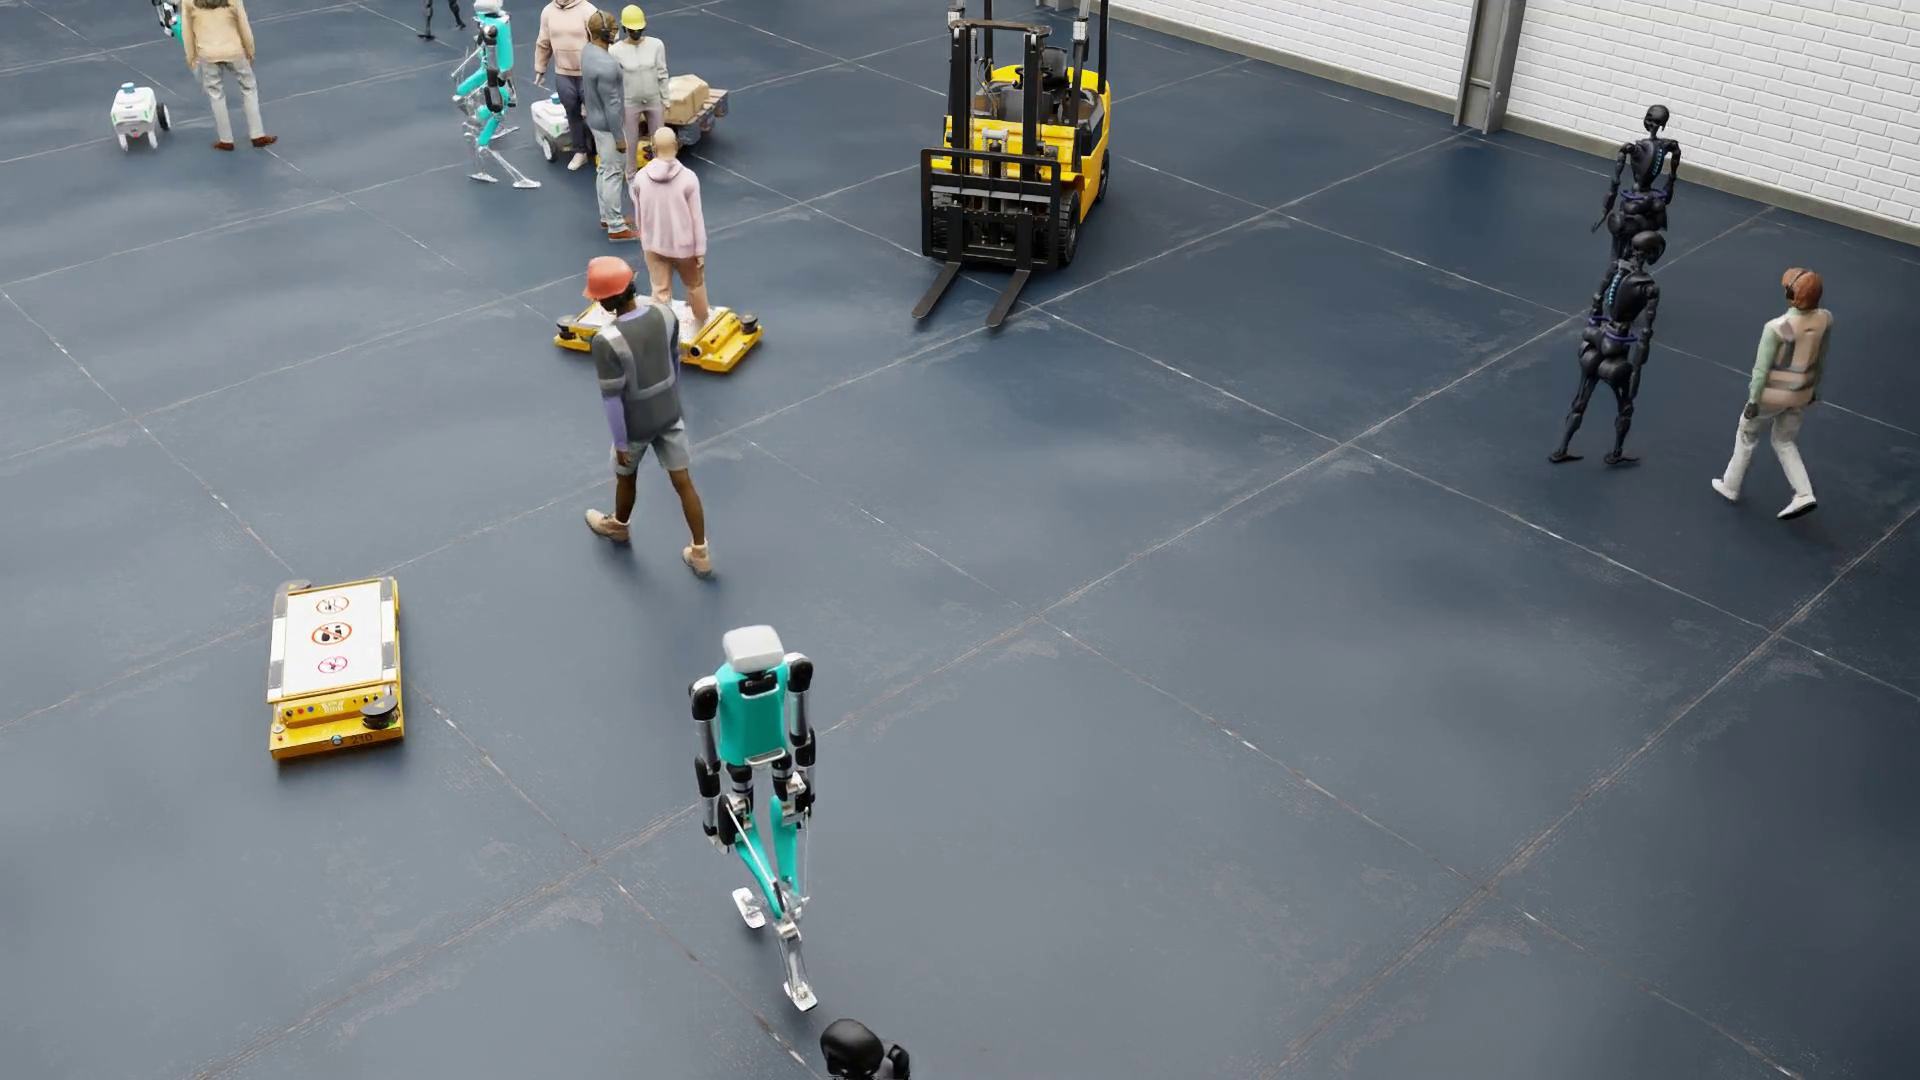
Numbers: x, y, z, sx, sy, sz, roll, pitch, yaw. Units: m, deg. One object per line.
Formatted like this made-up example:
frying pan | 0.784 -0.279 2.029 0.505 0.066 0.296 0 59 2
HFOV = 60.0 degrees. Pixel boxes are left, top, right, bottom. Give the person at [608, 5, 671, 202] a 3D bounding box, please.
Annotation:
person | -2.822 -3.866 14.756 0.521 1.759 0.359 -16 36 -23

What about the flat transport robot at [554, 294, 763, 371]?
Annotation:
flat transport robot | -2.287 -1.587 12.613 1.431 0.231 0.659 10 34 15

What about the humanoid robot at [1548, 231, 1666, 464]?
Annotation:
humanoid robot | 4.264 -1.241 10.797 0.572 1.642 0.615 -9 34 -14

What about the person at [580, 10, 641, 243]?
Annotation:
person | -2.956 -3.471 13.992 0.362 1.933 0.631 -13 35 -19

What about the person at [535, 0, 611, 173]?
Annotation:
person | -3.540 -4.351 15.410 0.819 1.854 0.434 6 34 9

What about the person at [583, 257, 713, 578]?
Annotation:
person | -1.855 -0.732 9.727 0.994 1.985 0.634 28 42 36

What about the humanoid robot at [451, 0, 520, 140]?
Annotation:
humanoid robot | -4.668 -4.621 15.939 0.787 1.780 0.550 -16 36 -23

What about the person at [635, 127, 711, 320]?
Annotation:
person | -2.087 -2.162 12.141 0.555 1.733 0.892 3 33 4

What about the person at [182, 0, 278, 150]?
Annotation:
person | -7.025 -4.647 15.872 0.658 1.854 0.372 -11 35 -17

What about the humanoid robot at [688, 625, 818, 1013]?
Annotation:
humanoid robot | -0.743 1.228 6.967 0.558 1.752 1.033 -18 37 -25

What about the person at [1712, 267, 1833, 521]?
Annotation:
person | 5.131 -0.868 10.273 0.548 1.606 0.639 -9 34 -14

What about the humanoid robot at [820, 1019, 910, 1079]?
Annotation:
humanoid robot | -0.347 2.165 5.582 0.750 1.625 0.613 17 37 24

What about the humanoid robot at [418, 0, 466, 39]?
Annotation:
humanoid robot | -6.031 -6.593 19.059 0.594 1.627 0.771 9 34 13

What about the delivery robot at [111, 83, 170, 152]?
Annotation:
delivery robot | -8.096 -4.188 16.331 0.499 0.577 0.769 -10 34 -15

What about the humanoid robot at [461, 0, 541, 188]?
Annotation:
humanoid robot | -4.313 -4.010 15.003 0.890 1.776 0.556 2 33 3

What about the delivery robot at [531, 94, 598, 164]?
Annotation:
delivery robot | -3.848 -3.987 16.047 0.499 0.603 0.807 -19 38 -26

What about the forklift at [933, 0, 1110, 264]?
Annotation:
forklift | 0.570 -3.725 14.138 1.214 2.155 2.313 9 34 13

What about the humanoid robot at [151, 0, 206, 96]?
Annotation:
humanoid robot | -7.982 -5.376 17.198 0.542 1.886 0.798 -8 34 -12

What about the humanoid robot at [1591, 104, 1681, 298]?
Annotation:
humanoid robot | 5.234 -2.503 12.767 0.609 1.641 0.701 -7 34 -10

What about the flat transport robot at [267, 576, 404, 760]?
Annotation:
flat transport robot | -3.436 0.649 9.175 0.659 0.231 1.431 -9 34 -14

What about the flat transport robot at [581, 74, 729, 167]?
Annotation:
flat transport robot | -2.987 -3.985 16.299 0.659 0.231 1.431 7 34 11
